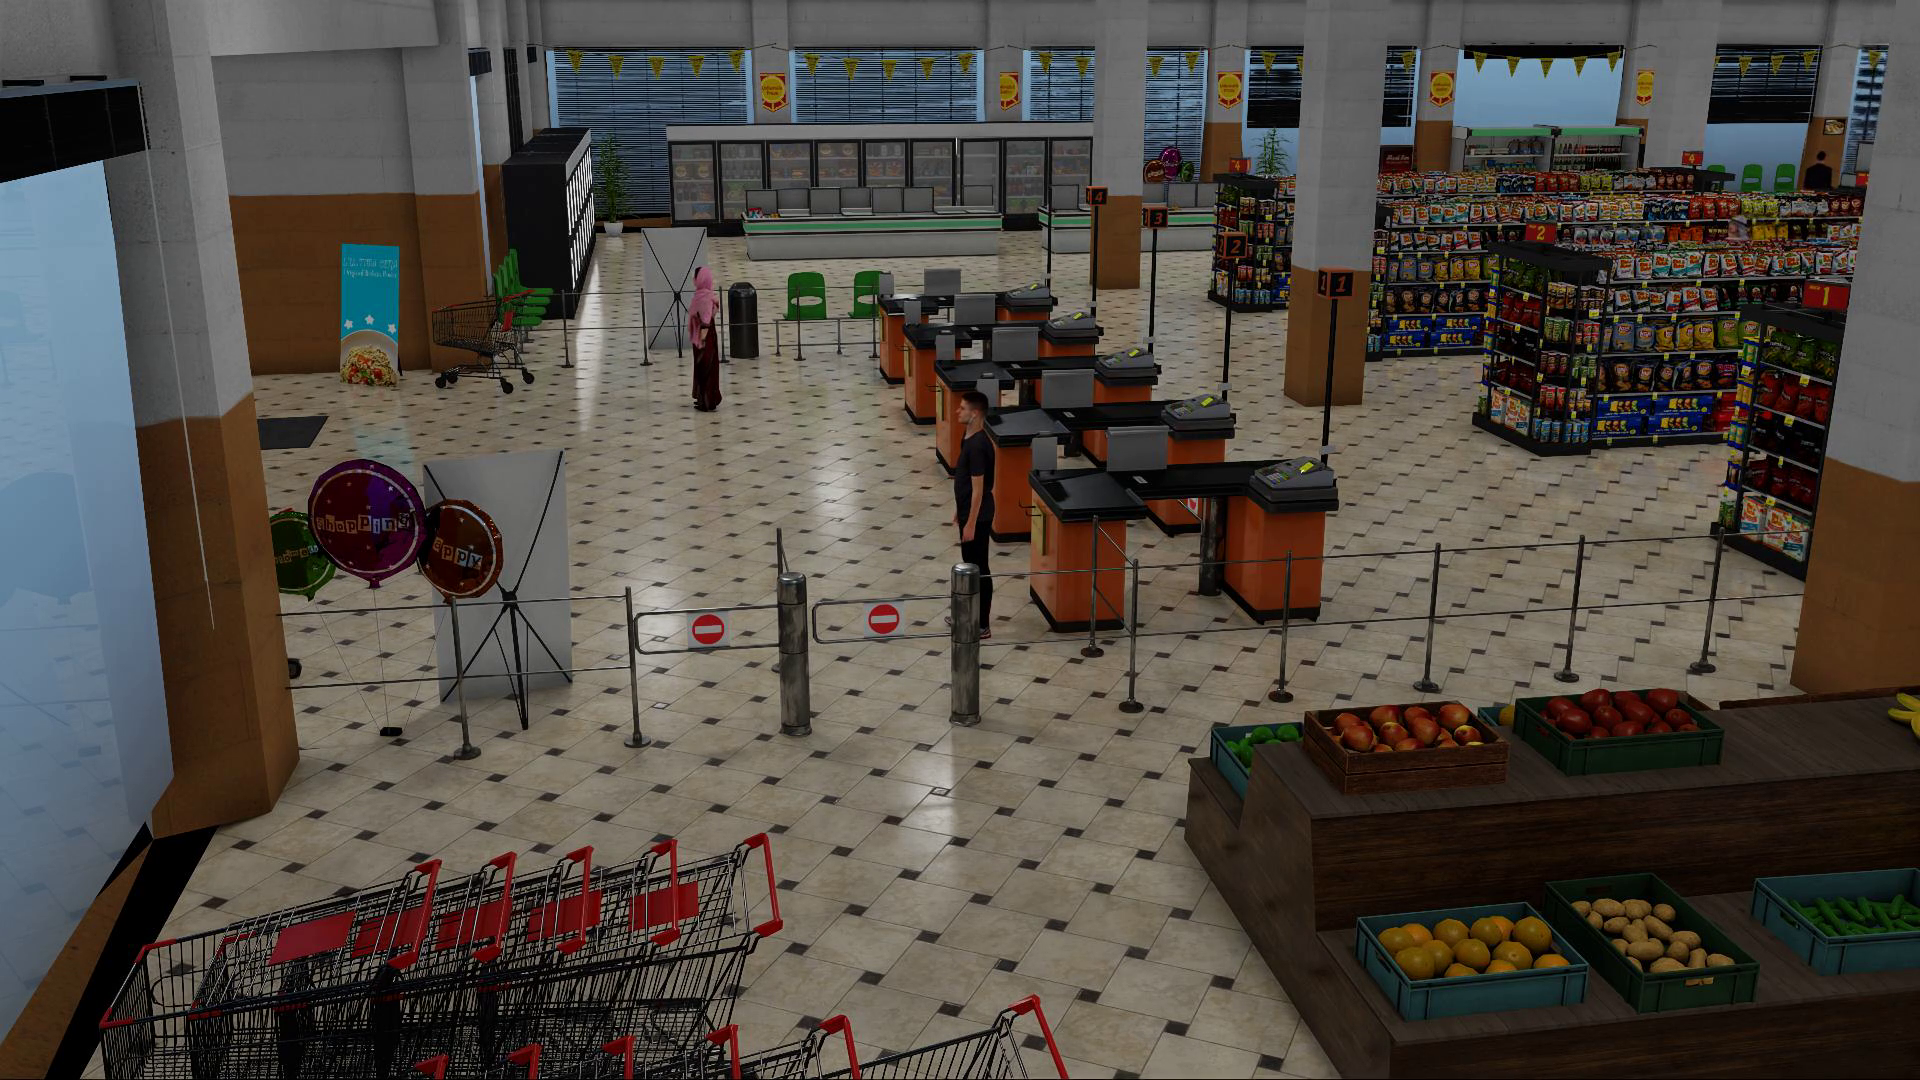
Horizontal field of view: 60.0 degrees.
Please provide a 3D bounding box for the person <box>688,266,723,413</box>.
[{"bbox_3d":[-2.905,-2.305,18.941,0.577,1.637,0.645,-3,17,-10],"label":"person"}]

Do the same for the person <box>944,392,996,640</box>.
[{"bbox_3d":[0.099,-0.180,11.724,0.528,1.765,0.621,-3,17,-10],"label":"person"}]

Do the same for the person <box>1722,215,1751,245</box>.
[{"bbox_3d":[10.013,-3.230,21.553,1.196,1.889,0.695,-4,17,-12],"label":"person"}]

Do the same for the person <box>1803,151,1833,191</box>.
[{"bbox_3d":[17.680,-7.075,34.345,1.187,1.814,1.138,8,18,23],"label":"person"}]
